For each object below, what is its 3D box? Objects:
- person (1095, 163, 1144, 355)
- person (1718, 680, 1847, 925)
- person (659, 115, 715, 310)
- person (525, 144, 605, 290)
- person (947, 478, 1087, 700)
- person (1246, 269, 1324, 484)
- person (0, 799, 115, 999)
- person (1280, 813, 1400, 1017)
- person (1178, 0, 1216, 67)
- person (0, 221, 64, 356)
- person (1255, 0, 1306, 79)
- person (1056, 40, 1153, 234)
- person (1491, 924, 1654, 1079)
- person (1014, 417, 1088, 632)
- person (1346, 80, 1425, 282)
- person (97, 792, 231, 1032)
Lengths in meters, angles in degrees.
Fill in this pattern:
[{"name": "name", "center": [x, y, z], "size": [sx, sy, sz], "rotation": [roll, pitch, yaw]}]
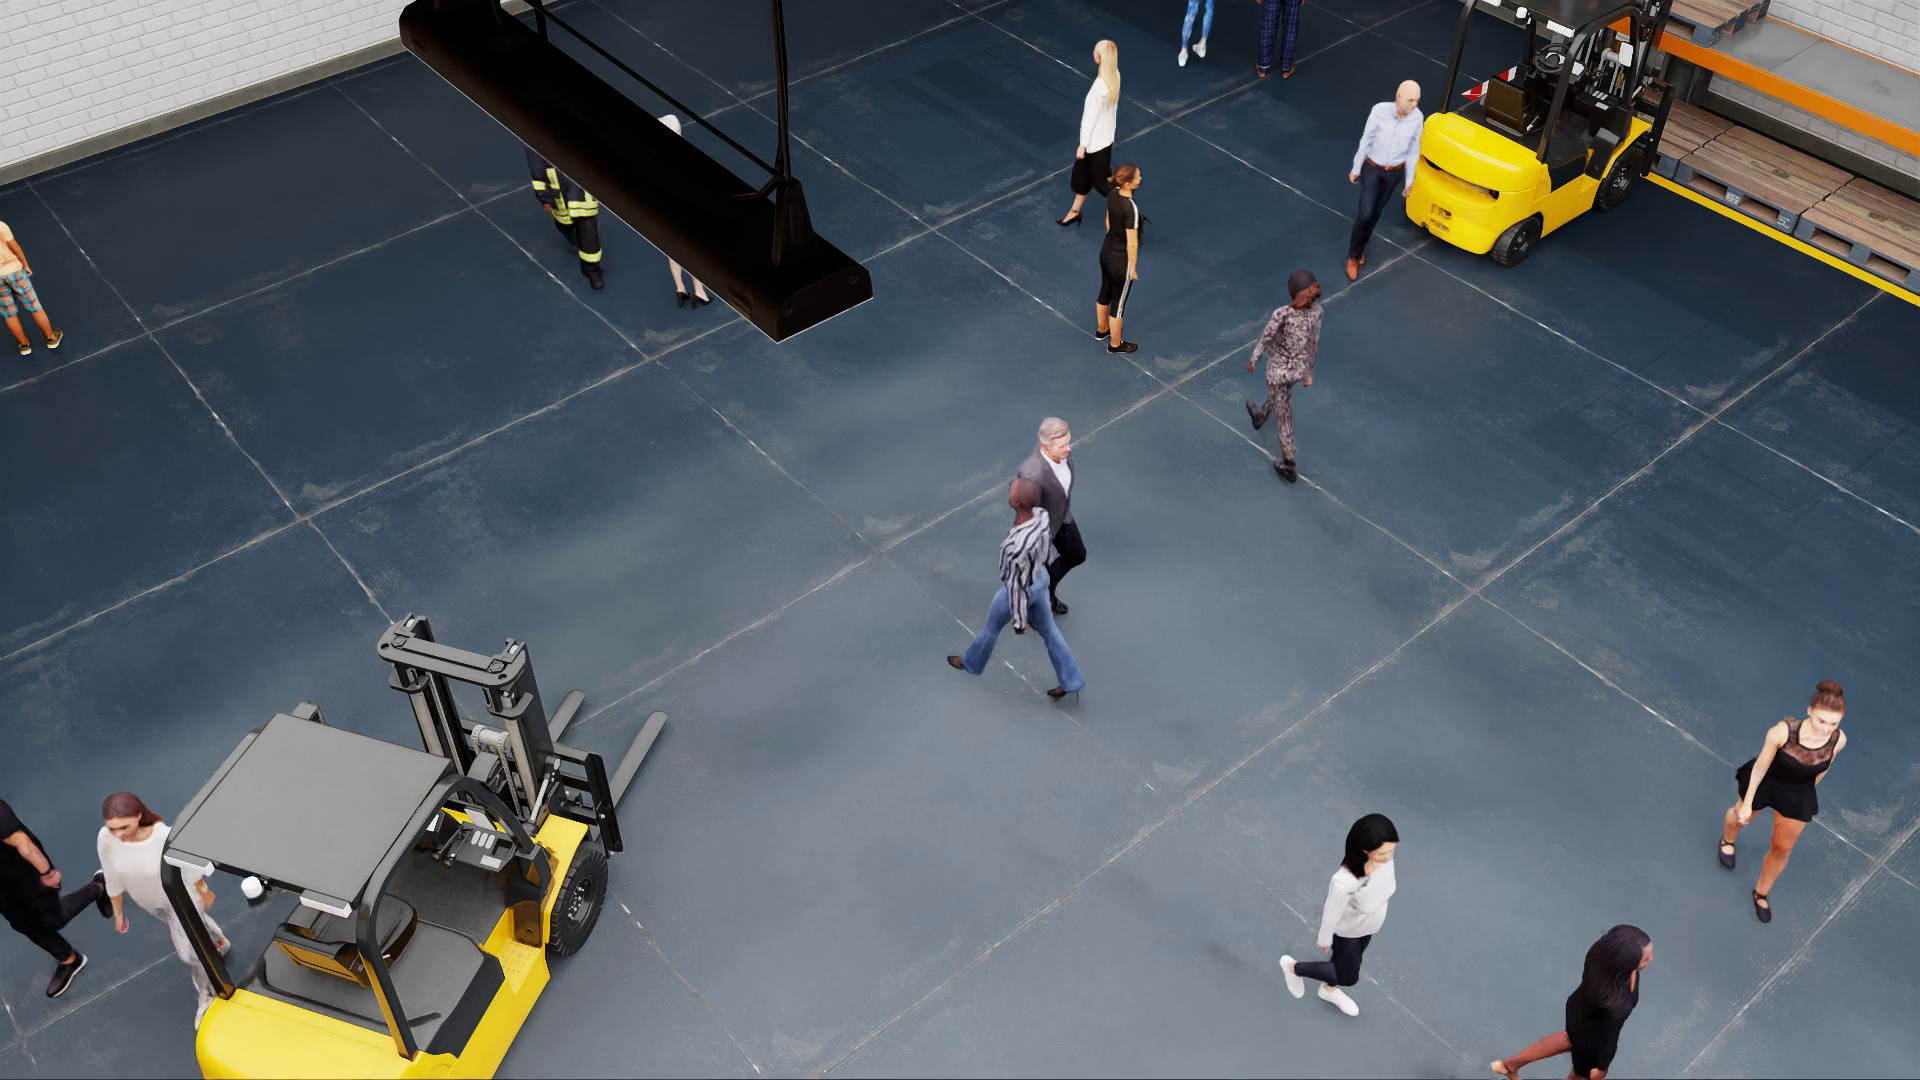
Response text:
[{"name": "person", "center": [1.261, -2.252, 13.209], "size": [0.699, 1.668, 0.553], "rotation": [-15, 46, -15]}, {"name": "person", "center": [4.642, 1.342, 9.447], "size": [0.902, 1.654, 0.919], "rotation": [11, 45, 11]}, {"name": "person", "center": [-2.287, -2.669, 13.589], "size": [0.649, 1.748, 0.750], "rotation": [16, 46, 16]}, {"name": "person", "center": [-3.296, -3.031, 13.940], "size": [0.996, 1.789, 1.274], "rotation": [-15, 46, -15]}, {"name": "person", "center": [0.496, 0.373, 10.409], "size": [1.272, 1.730, 0.996], "rotation": [16, 46, 16]}, {"name": "person", "center": [2.399, -1.150, 12.050], "size": [0.835, 1.672, 1.169], "rotation": [-15, 46, -15]}, {"name": "person", "center": [-5.056, 1.698, 8.928], "size": [1.030, 1.853, 1.078], "rotation": [4, 44, 4]}, {"name": "person", "center": [1.995, 1.948, 8.785], "size": [0.747, 1.689, 0.687], "rotation": [29, 51, 27]}, {"name": "person", "center": [2.503, -5.588, 16.648], "size": [0.744, 1.754, 0.805], "rotation": [-1, 44, -2]}, {"name": "person", "center": [-7.602, -2.128, 13.229], "size": [0.570, 1.461, 0.567], "rotation": [-17, 46, -17]}, {"name": "person", "center": [3.209, -5.463, 16.471], "size": [0.741, 1.818, 0.818], "rotation": [7, 44, 8]}, {"name": "person", "center": [1.268, -3.373, 14.267], "size": [1.193, 1.831, 0.993], "rotation": [13, 45, 14]}, {"name": "person", "center": [3.063, 2.412, 8.281], "size": [0.956, 1.713, 0.881], "rotation": [7, 44, 7]}, {"name": "person", "center": [0.483, -0.135, 10.876], "size": [0.811, 1.822, 0.841], "rotation": [20, 47, 20]}, {"name": "person", "center": [3.557, -3.131, 14.064], "size": [0.906, 1.761, 0.969], "rotation": [3, 44, 3]}, {"name": "person", "center": [-4.222, 1.824, 8.931], "size": [0.893, 1.667, 0.952], "rotation": [5, 44, 5]}]
